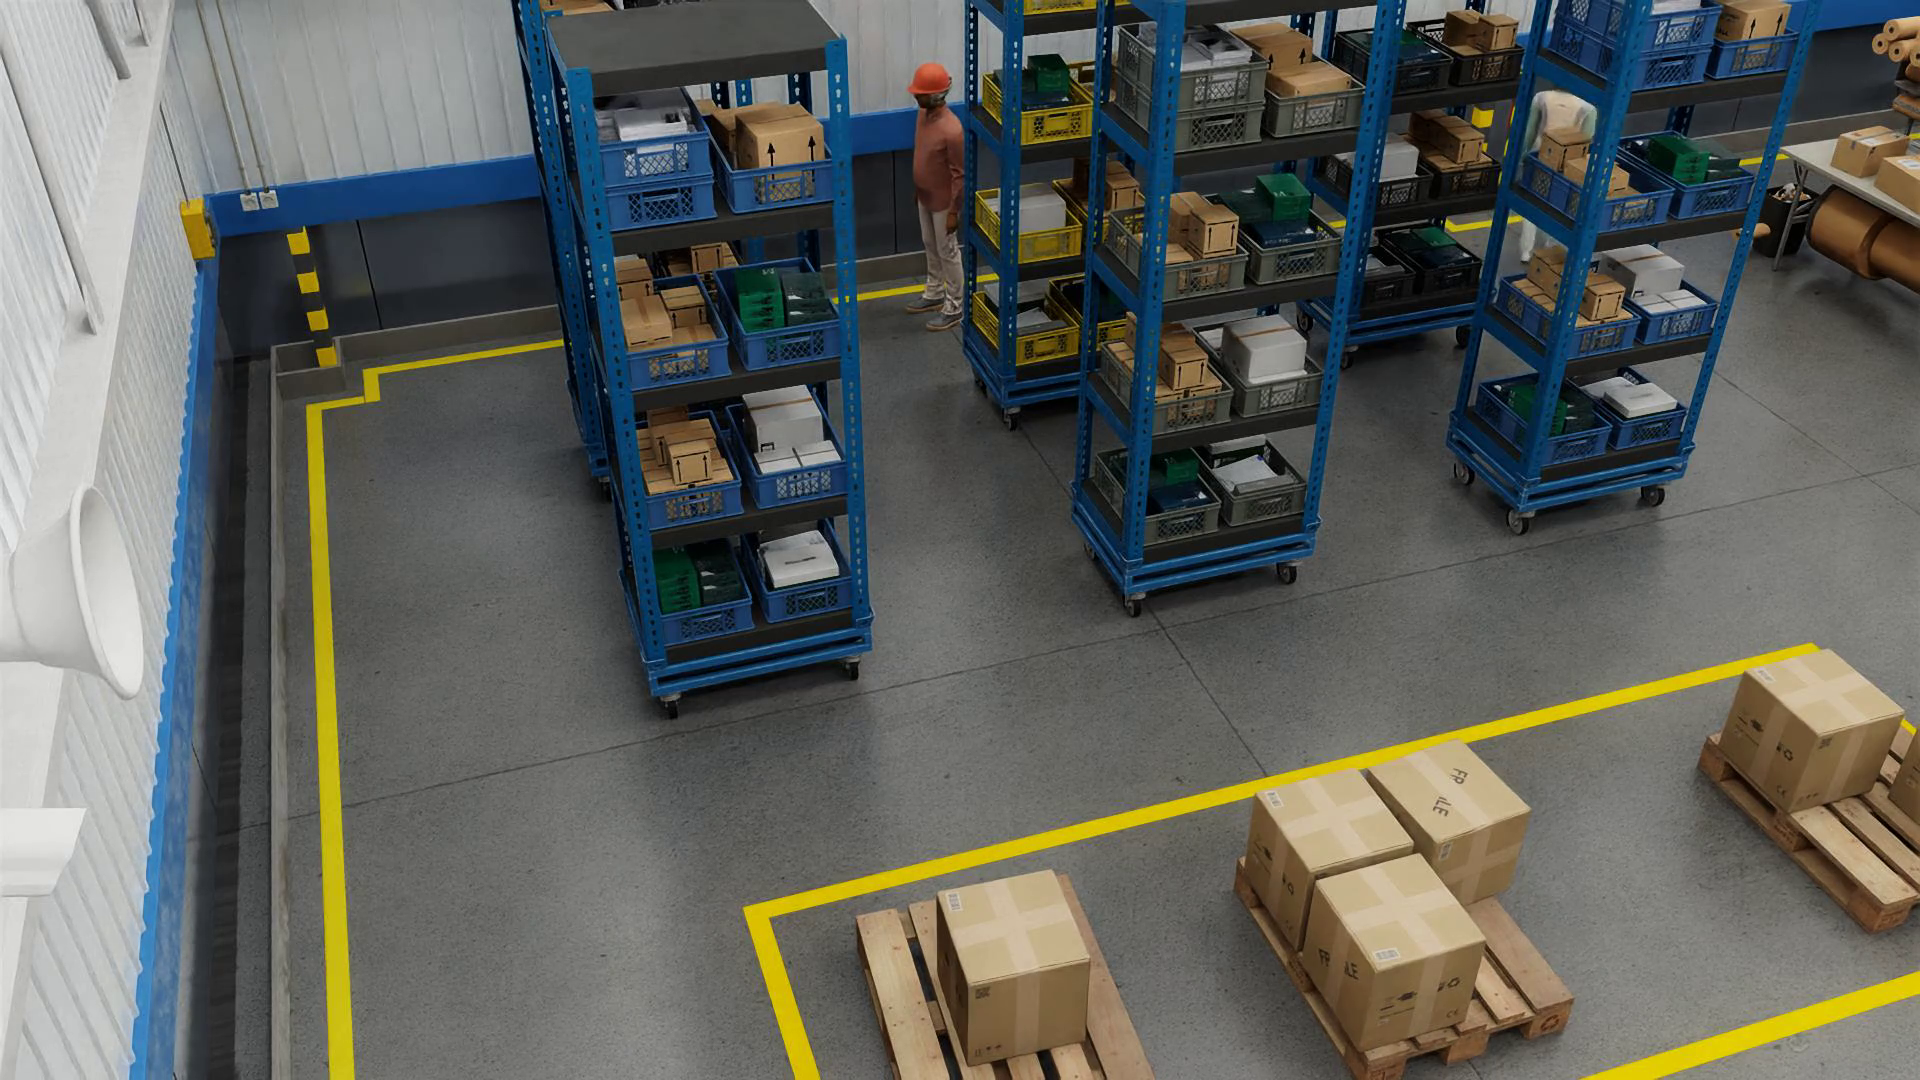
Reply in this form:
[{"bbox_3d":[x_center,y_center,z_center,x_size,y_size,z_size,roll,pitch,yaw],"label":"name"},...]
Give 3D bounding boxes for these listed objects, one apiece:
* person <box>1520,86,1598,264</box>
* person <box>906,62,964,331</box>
[{"bbox_3d":[4.723,-3.023,13.152,0.533,1.611,0.699,17,39,23],"label":"person"},{"bbox_3d":[-0.178,-2.492,12.082,0.388,1.990,0.622,-17,39,-22],"label":"person"}]
